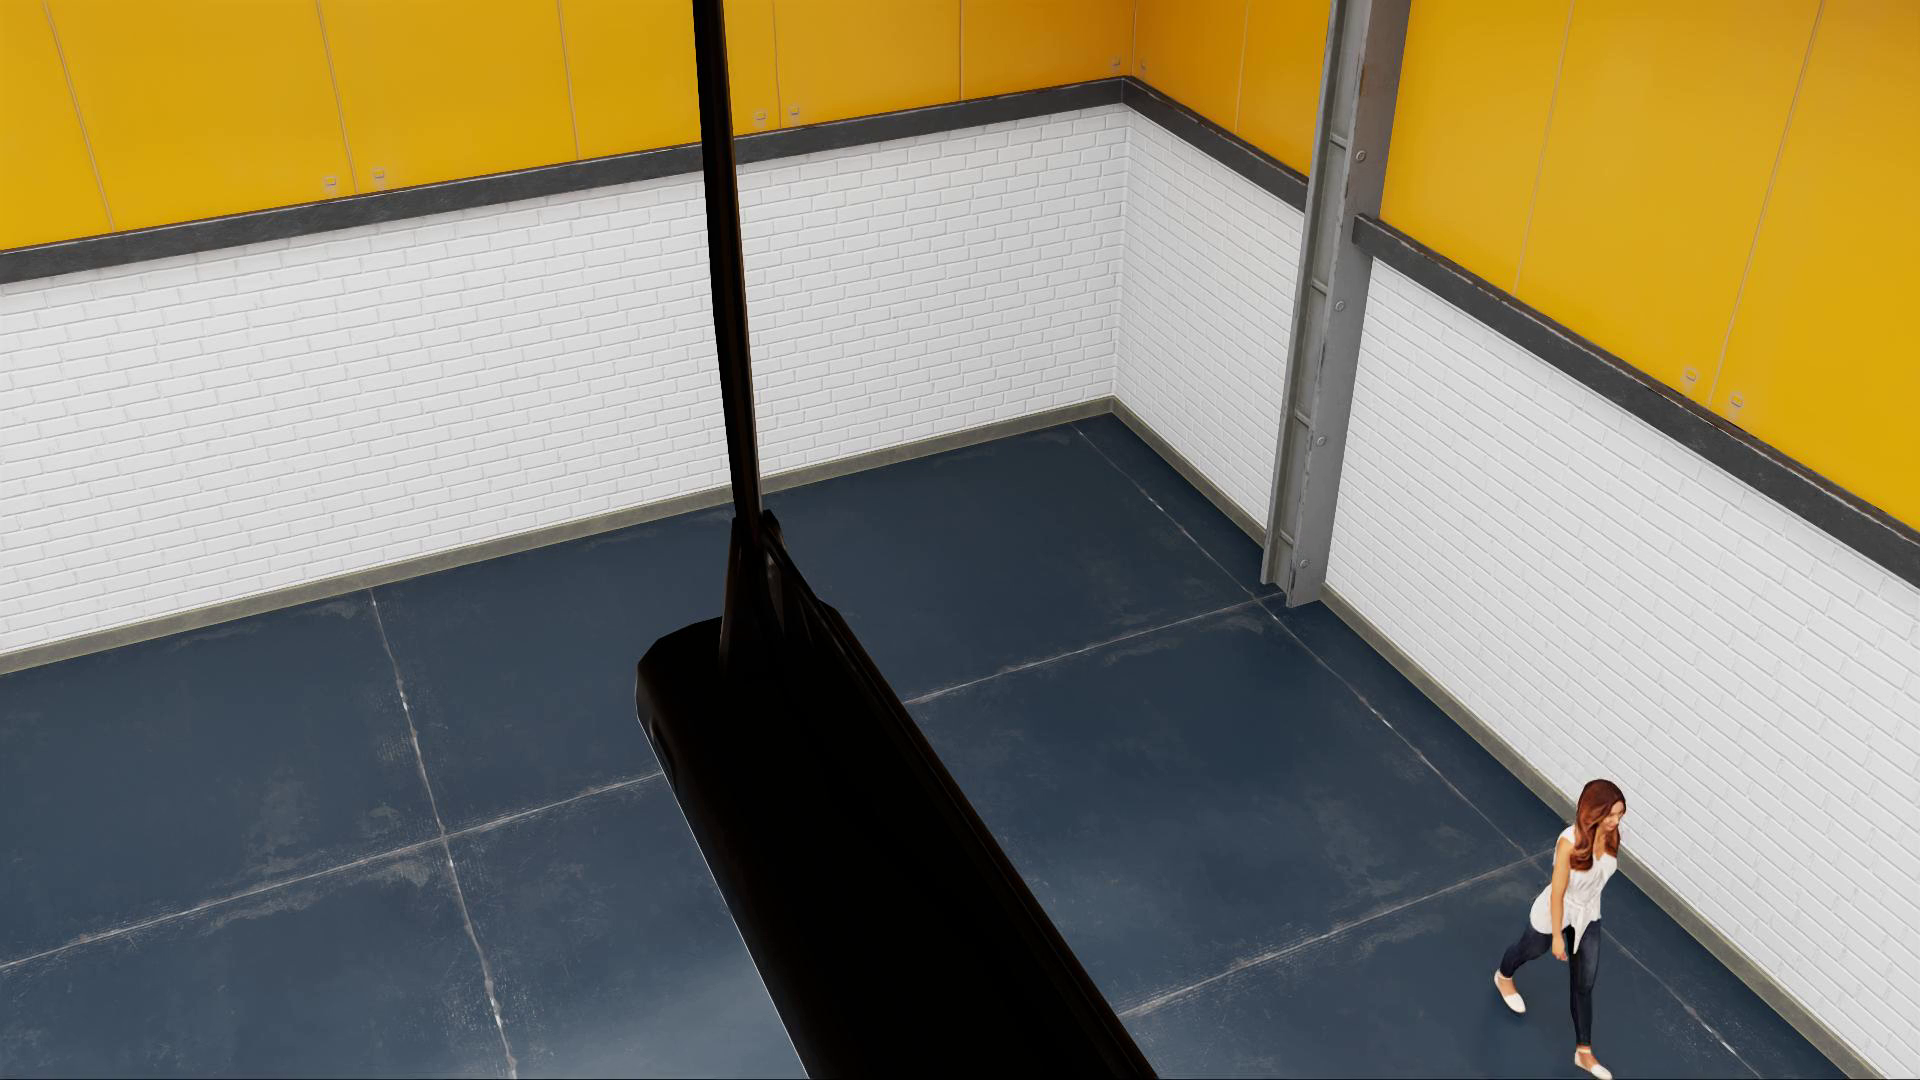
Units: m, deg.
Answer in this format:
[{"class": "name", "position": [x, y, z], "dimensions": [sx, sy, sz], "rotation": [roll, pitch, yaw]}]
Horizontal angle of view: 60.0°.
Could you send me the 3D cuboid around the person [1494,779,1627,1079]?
[{"class": "person", "position": [3.093, 1.910, 8.688], "dimensions": [0.675, 1.739, 1.111], "rotation": [-10, 35, -15]}]
